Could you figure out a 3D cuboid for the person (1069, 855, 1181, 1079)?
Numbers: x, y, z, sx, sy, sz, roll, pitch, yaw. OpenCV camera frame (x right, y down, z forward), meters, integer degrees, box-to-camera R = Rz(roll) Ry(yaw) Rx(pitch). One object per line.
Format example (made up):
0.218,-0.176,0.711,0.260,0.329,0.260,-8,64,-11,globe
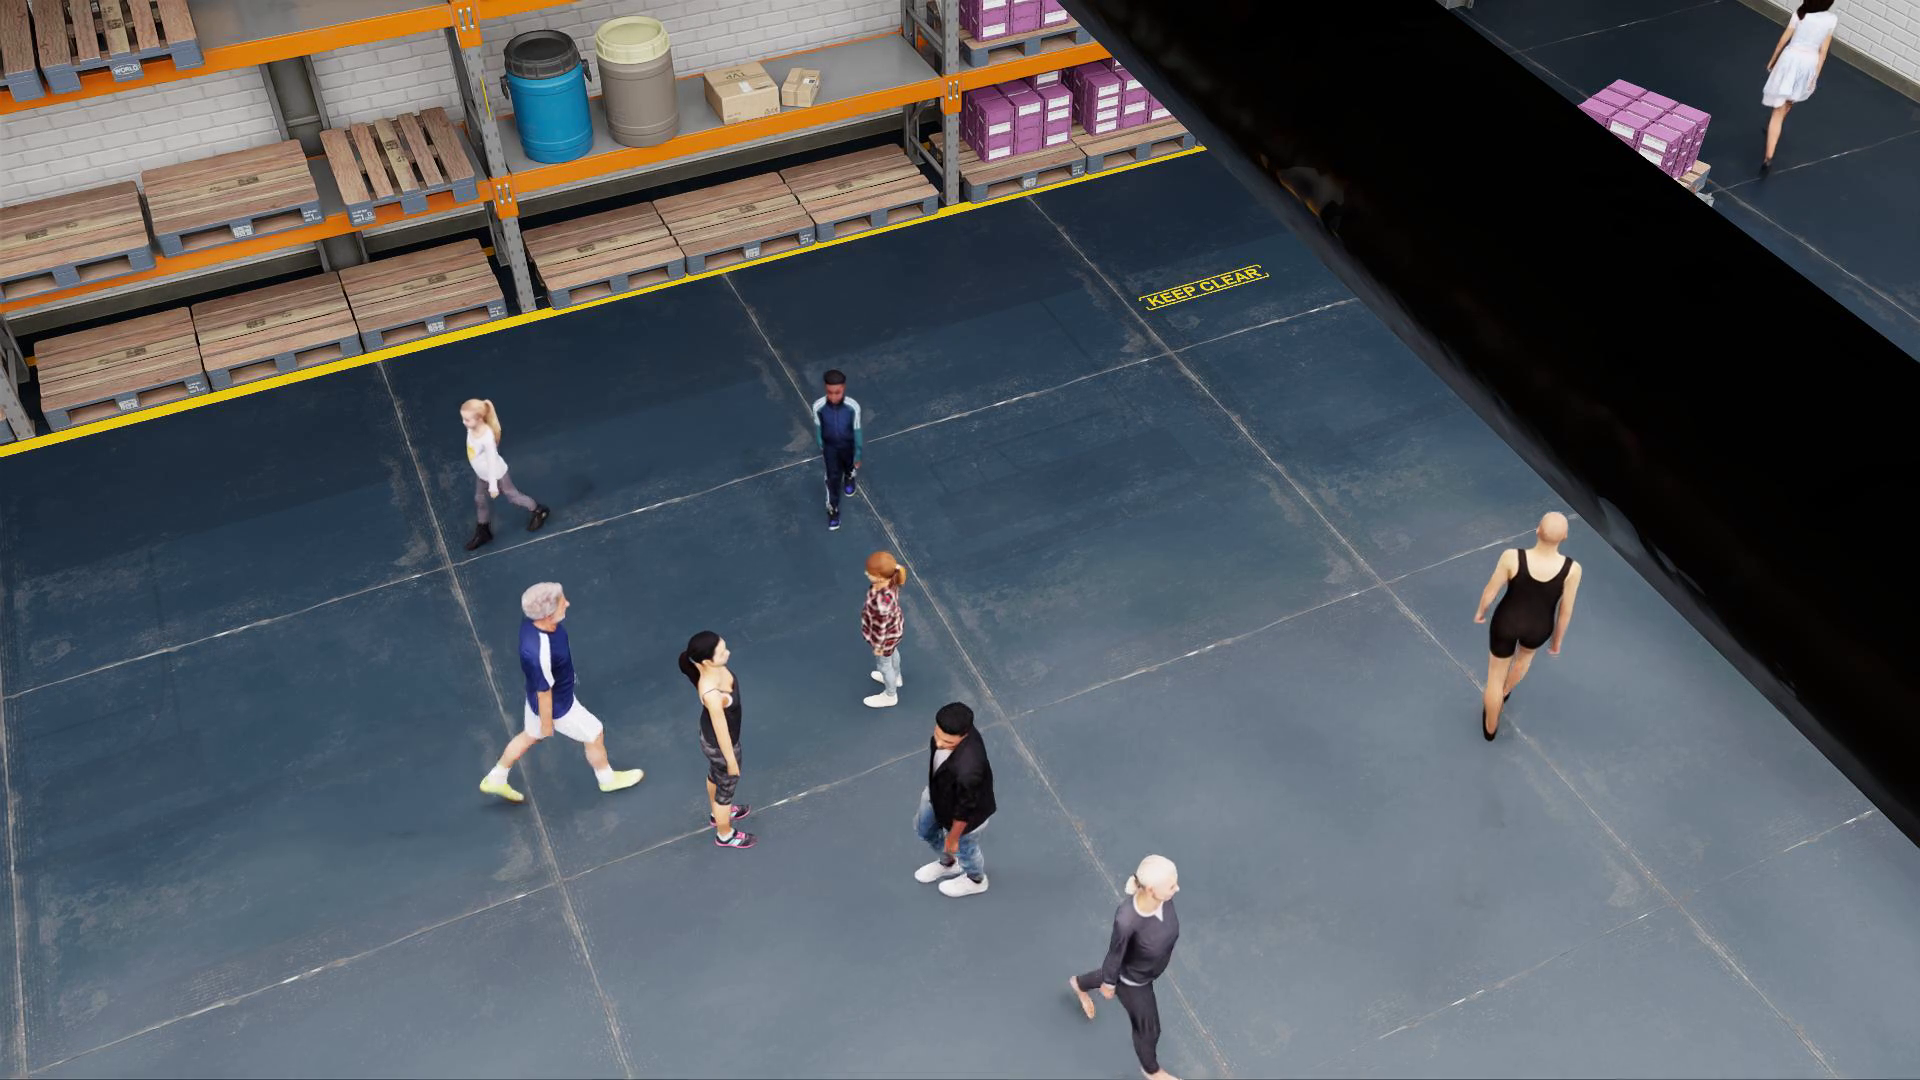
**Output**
0.872,2.159,8.713,0.980,1.691,1.101,30,51,28,person

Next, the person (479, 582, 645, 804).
-2.520,0.963,9.896,1.219,1.791,0.670,-14,45,-14,person

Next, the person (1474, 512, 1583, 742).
3.466,0.597,10.272,0.937,1.801,0.985,9,44,9,person

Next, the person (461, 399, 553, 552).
-3.258,-0.506,11.821,0.947,1.261,0.658,-29,51,-27,person

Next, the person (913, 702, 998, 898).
0.086,1.467,9.379,0.776,1.773,0.802,-6,44,-6,person

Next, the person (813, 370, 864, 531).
-0.856,-0.747,12.105,0.916,1.219,0.820,1,44,1,person

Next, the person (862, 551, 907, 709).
-0.472,0.551,10.679,0.650,1.307,0.623,5,44,5,person

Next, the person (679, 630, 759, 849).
-1.415,1.154,9.740,0.579,1.728,0.608,-11,45,-11,person

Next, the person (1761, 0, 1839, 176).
7.693,-4.235,15.371,1.143,1.764,1.183,14,45,14,person
